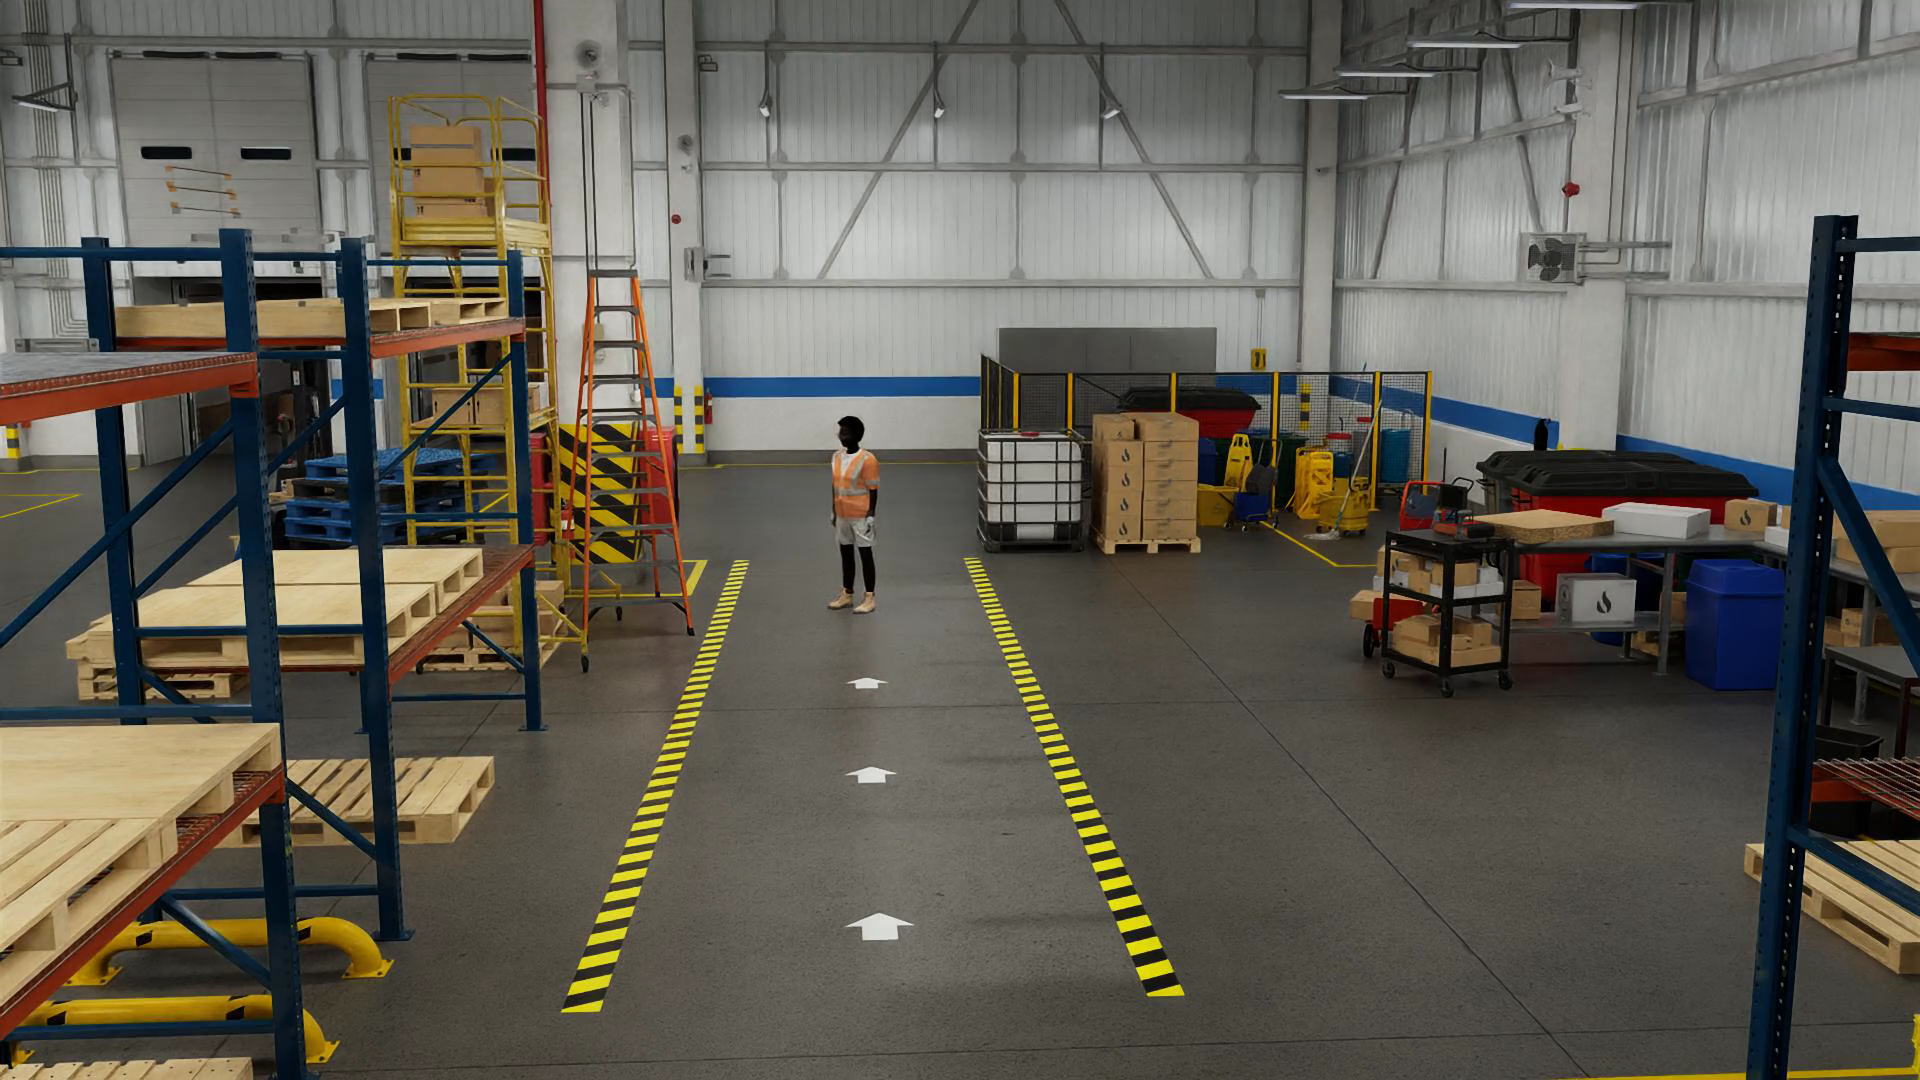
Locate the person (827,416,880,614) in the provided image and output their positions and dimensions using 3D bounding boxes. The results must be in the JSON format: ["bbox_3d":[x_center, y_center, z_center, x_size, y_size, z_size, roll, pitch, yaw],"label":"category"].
[{"bbox_3d":[-0.904,-0.216,14.188,0.537,1.696,0.321,8,12,42],"label":"person"}]

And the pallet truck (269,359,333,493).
[{"bbox_3d":[-7.062,-1.131,18.996,1.885,1.965,0.823,2,9,13],"label":"pallet truck"}]
